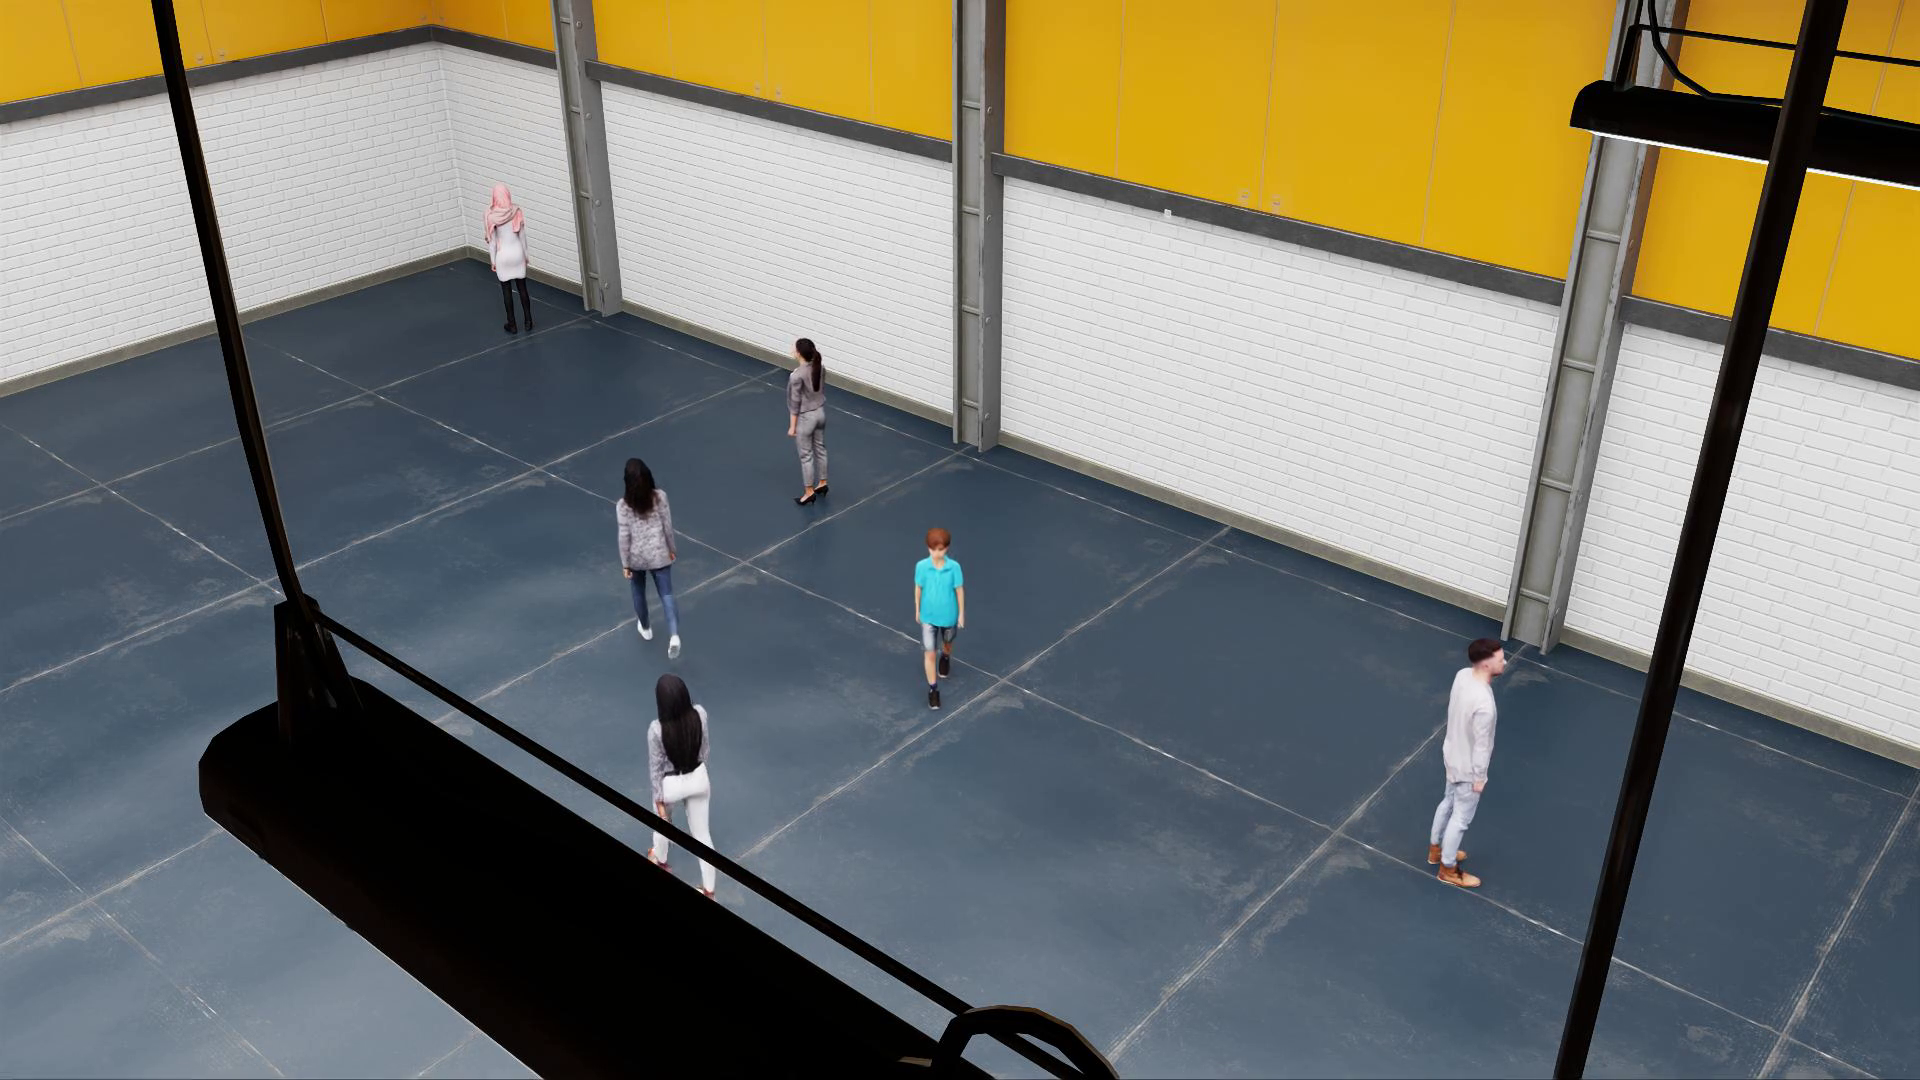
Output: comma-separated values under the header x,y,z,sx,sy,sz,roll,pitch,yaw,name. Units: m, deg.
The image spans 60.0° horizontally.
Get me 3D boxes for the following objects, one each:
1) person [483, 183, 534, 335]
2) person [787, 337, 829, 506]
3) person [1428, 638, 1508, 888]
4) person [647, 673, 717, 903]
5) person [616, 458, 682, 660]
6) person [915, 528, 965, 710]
x,y,z,sx,sy,sz,roll,pitch,yaw,name
-5.321,-3.333,19.648,0.716,1.804,0.712,-15,32,-26,person
-1.426,-1.126,15.733,0.600,1.678,0.631,19,34,30,person
3.320,1.428,10.884,0.795,1.839,0.748,-1,29,-2,person
-1.737,1.651,10.626,0.837,1.694,1.068,-14,32,-24,person
-2.476,0.166,13.332,0.932,1.710,1.161,-12,31,-21,person
-0.159,0.531,12.963,0.928,1.422,0.963,-1,29,-1,person
